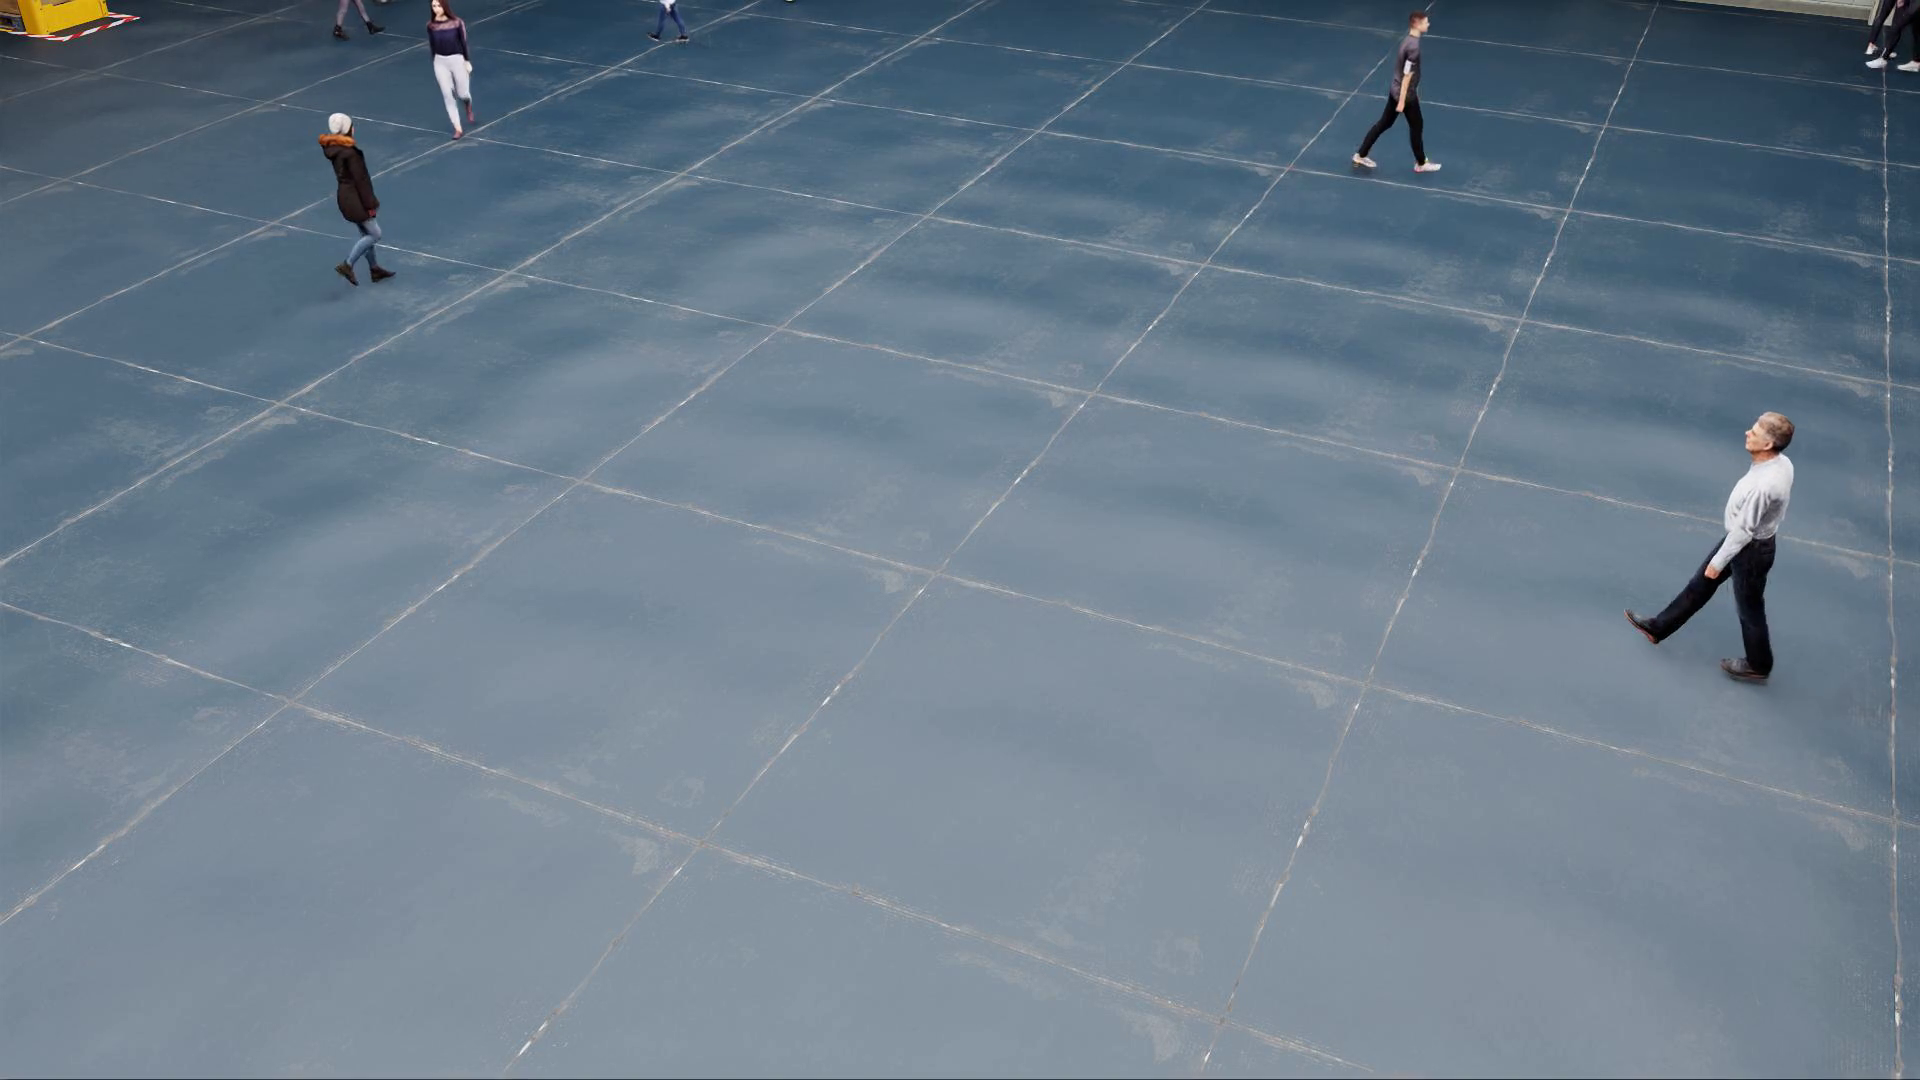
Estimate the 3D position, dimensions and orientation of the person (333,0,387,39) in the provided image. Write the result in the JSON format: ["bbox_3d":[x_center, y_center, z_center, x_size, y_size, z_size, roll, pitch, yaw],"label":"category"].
[{"bbox_3d":[-8.329,-7.393,22.440,0.970,1.247,0.784,-3,32,-4],"label":"person"}]

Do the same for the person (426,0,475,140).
[{"bbox_3d":[-5.785,-5.408,18.963,0.897,1.598,0.879,0,32,-1],"label":"person"}]

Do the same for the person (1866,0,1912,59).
[{"bbox_3d":[12.234,-7.165,21.659,0.778,1.695,0.690,-17,36,-24],"label":"person"}]

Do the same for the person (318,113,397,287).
[{"bbox_3d":[-5.591,-3.096,15.270,0.887,1.629,0.868,-23,39,-32],"label":"person"}]

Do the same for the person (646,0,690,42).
[{"bbox_3d":[-3.865,-7.221,22.321,0.811,1.083,0.512,9,33,14],"label":"person"}]

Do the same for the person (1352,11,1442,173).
[{"bbox_3d":[4.664,-4.753,17.813,1.268,1.718,0.930,3,32,4],"label":"person"}]

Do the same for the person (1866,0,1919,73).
[{"bbox_3d":[12.187,-6.762,20.998,0.948,1.718,0.706,6,33,10],"label":"person"}]

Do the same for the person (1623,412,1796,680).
[{"bbox_3d":[4.855,0.094,10.078,1.138,1.773,0.690,15,35,23],"label":"person"}]
